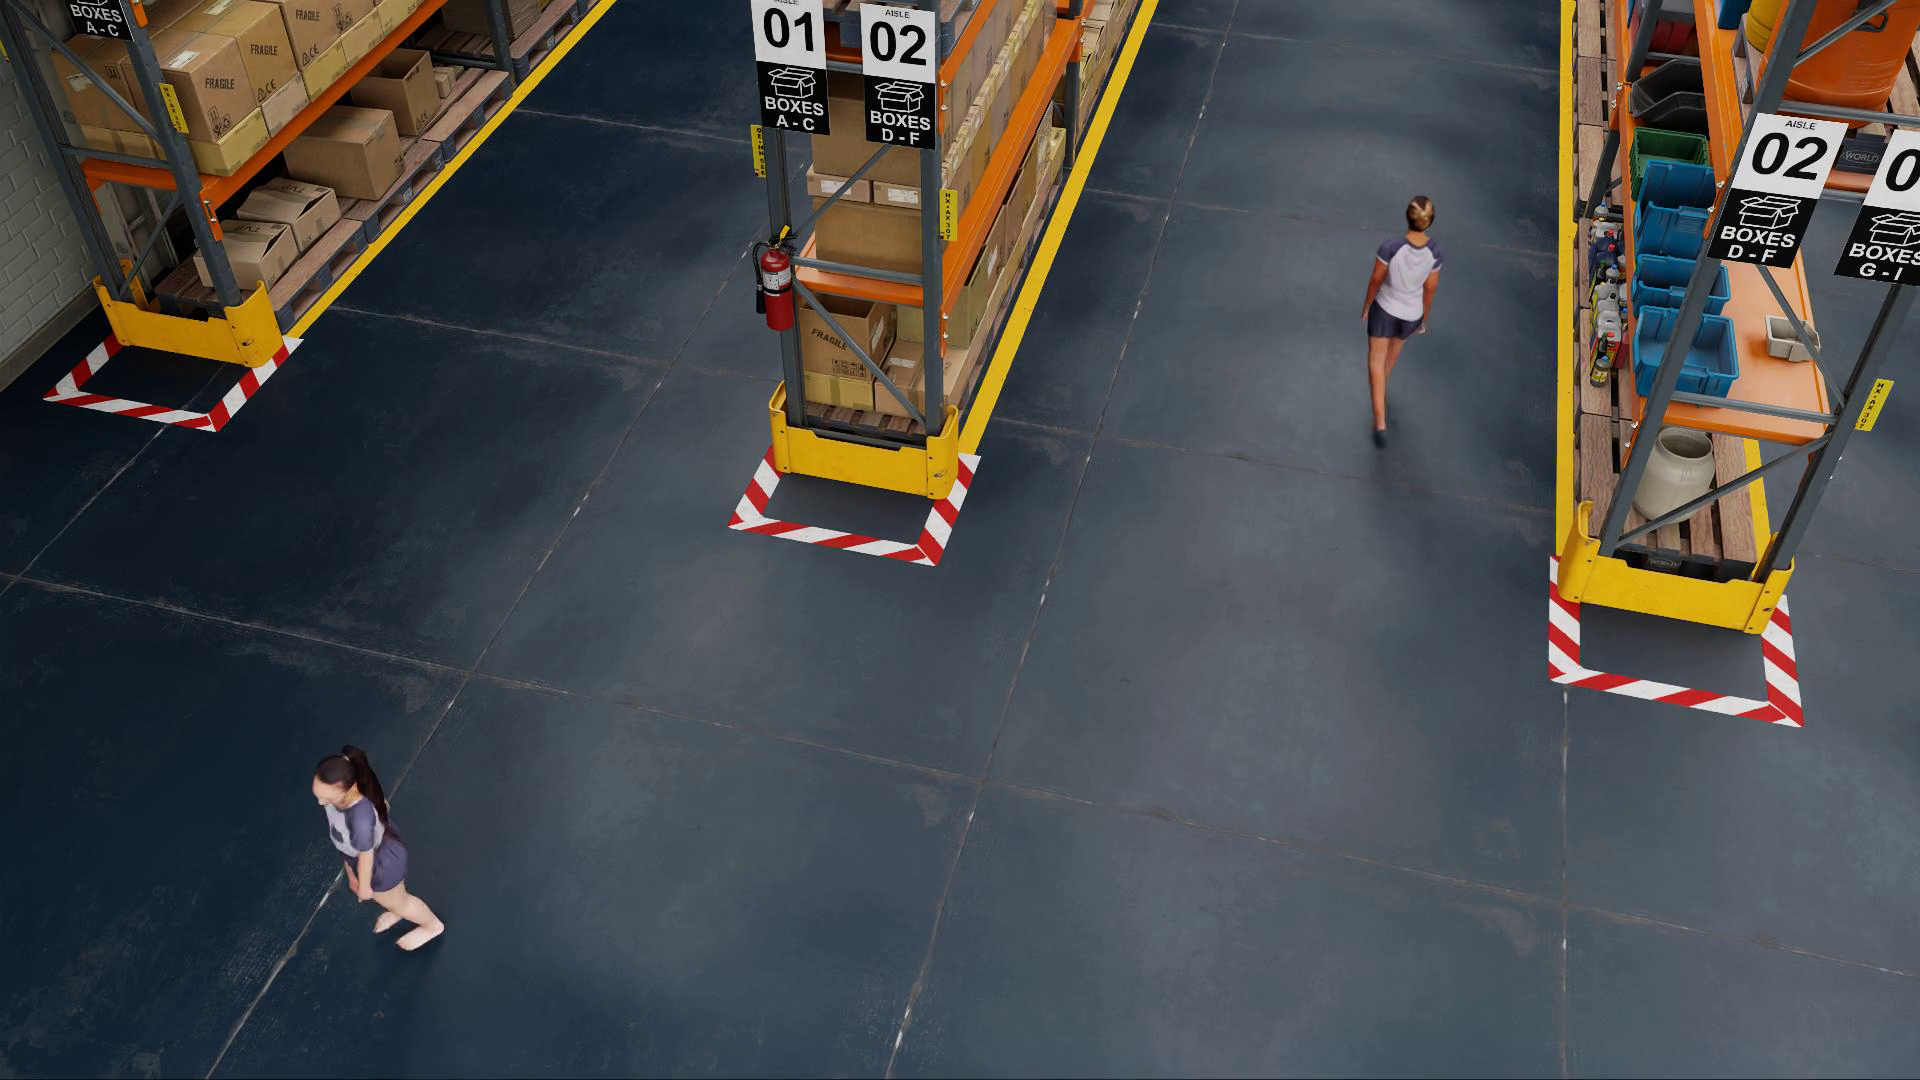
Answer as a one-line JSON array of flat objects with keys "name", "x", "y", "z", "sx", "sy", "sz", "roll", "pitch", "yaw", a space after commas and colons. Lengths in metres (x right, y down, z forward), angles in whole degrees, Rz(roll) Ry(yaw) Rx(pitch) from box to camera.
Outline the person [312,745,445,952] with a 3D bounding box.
[{"name": "person", "x": -2.627, "y": 1.386, "z": 7.581, "sx": 0.807, "sy": 1.605, "sz": 0.740, "roll": -10, "pitch": 44, "yaw": -11}]

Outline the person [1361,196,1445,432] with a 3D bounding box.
[{"name": "person", "x": 2.791, "y": -1.409, "z": 10.586, "sx": 0.742, "sy": 1.589, "sz": 1.051, "roll": -1, "pitch": 43, "yaw": -1}]
